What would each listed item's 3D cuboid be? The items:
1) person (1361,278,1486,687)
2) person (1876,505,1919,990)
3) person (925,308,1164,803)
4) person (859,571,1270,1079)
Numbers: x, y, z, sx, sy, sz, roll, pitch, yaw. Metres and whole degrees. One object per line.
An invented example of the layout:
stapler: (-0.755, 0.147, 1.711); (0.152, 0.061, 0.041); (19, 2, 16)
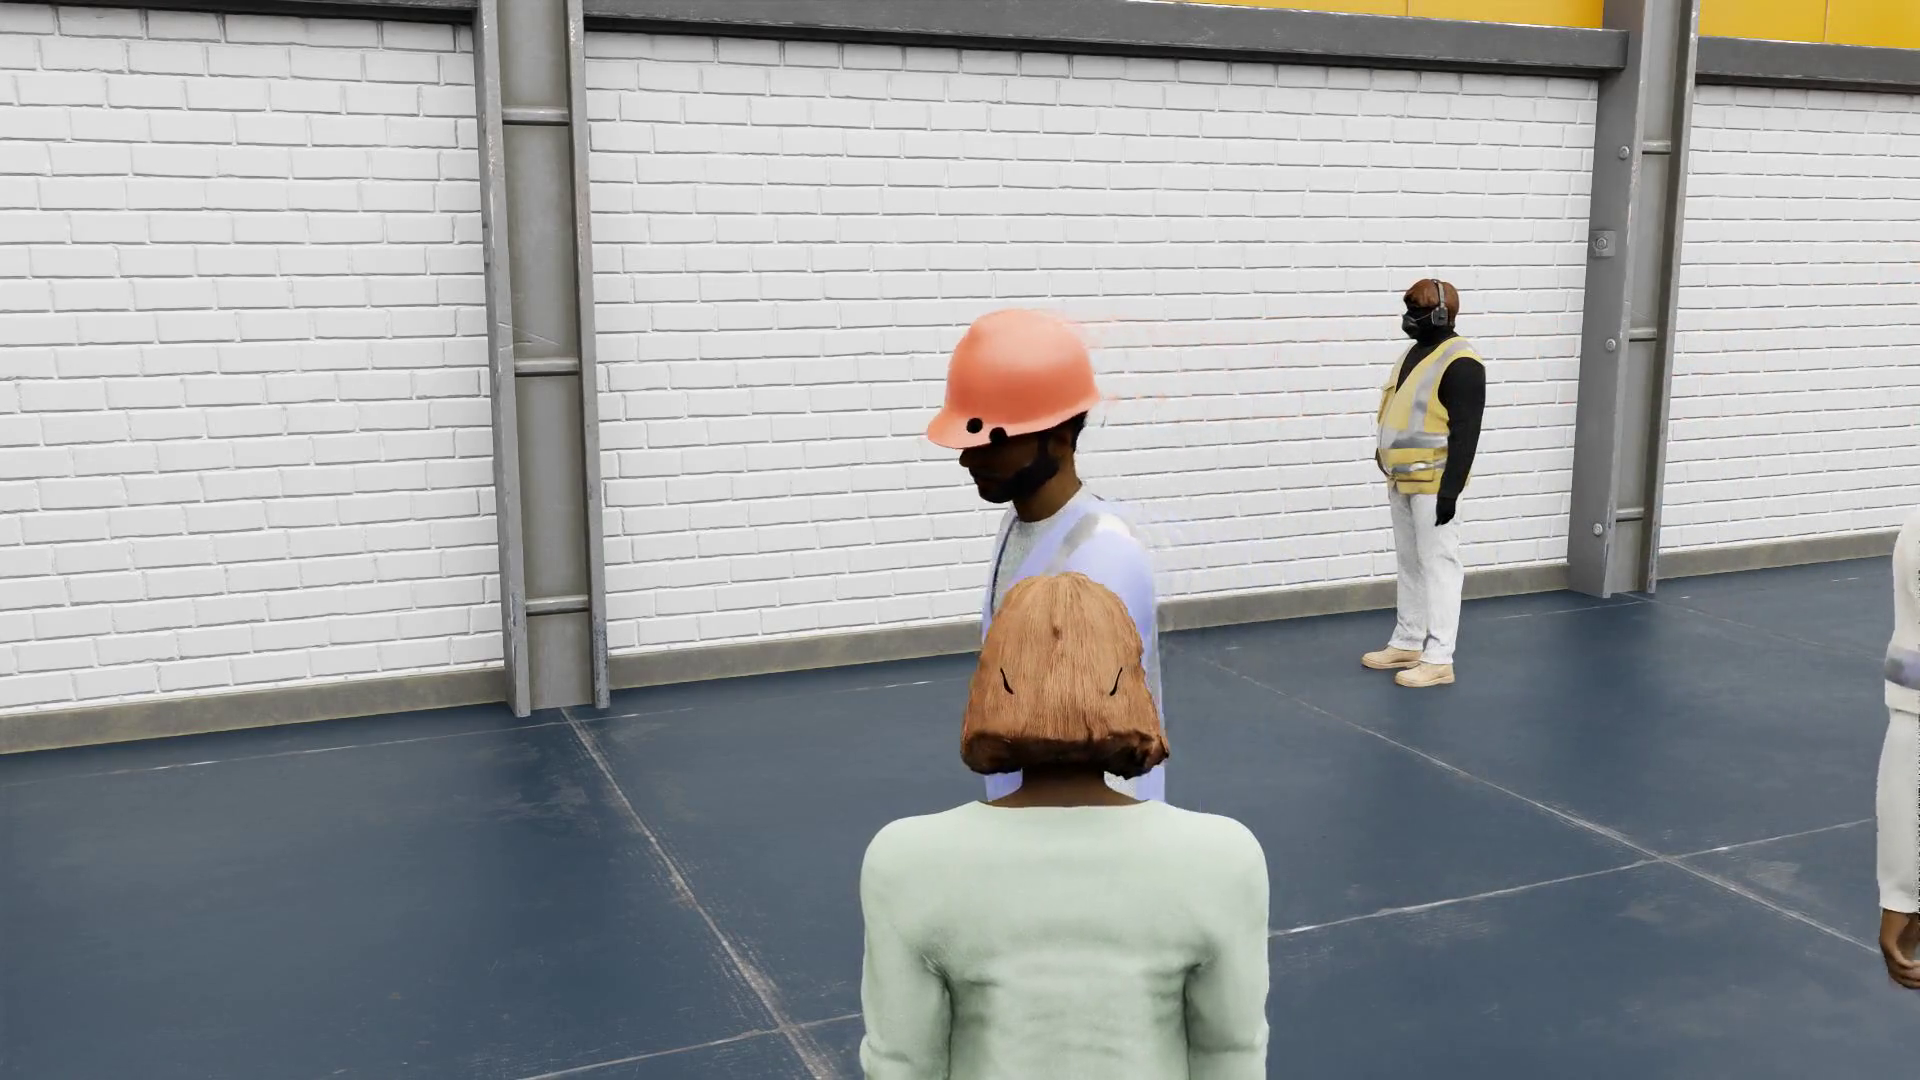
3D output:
person: (2.109, -0.260, 7.583); (0.430, 1.845, 0.619); (-2, 10, -10)
person: (1.793, 0.549, 2.673); (0.614, 2.019, 0.939); (9, 13, 40)
person: (0.227, 0.544, 2.965); (0.616, 1.907, 0.619); (-2, 11, -13)
person: (0.127, 0.844, 2.074); (0.498, 1.633, 0.284); (0, 10, 0)
